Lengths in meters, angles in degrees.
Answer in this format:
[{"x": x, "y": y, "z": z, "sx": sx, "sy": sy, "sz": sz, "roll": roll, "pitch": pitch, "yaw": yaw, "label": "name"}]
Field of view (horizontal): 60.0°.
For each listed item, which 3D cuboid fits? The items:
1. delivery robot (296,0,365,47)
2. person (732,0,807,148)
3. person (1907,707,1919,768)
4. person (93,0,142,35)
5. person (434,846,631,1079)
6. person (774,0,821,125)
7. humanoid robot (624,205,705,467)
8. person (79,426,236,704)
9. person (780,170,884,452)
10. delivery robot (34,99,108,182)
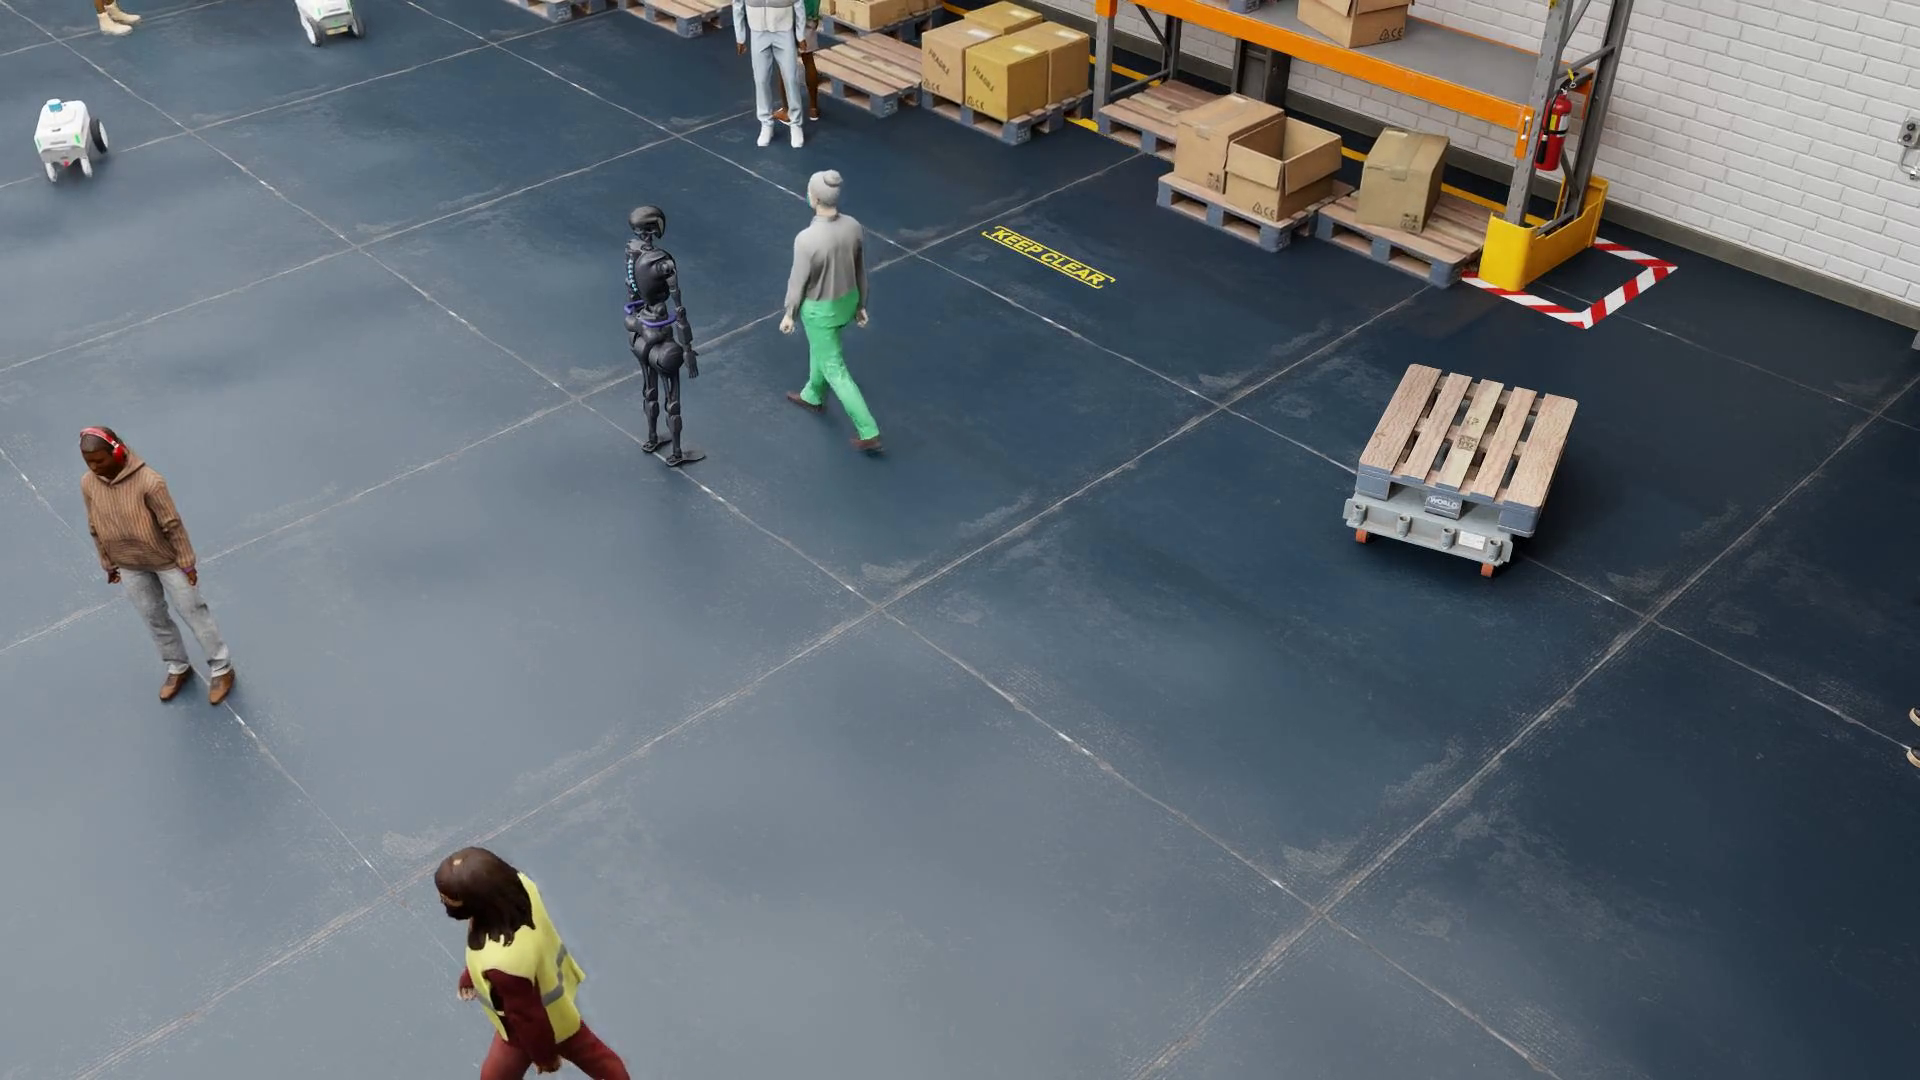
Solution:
[{"x": -6.143, "y": -5.129, "z": 16.099, "sx": 0.499, "sy": 0.609, "sz": 0.797, "roll": -24, "pitch": 43, "yaw": -28, "label": "delivery robot"}, {"x": -1.560, "y": -4.200, "z": 13.738, "sx": 0.600, "sy": 1.907, "sz": 0.398, "roll": 1, "pitch": 37, "yaw": 1, "label": "person"}, {"x": 4.934, "y": 0.288, "z": 7.751, "sx": 0.367, "sy": 1.959, "sz": 0.600, "roll": 19, "pitch": 41, "yaw": 23, "label": "person"}, {"x": -8.272, "y": -5.871, "z": 15.838, "sx": 0.387, "sy": 2.040, "sz": 0.613, "roll": -3, "pitch": 37, "yaw": -4, "label": "person"}, {"x": -1.648, "y": 1.723, "z": 6.053, "sx": 0.961, "sy": 1.713, "sz": 0.465, "roll": -3, "pitch": 37, "yaw": -4, "label": "person"}, {"x": -1.418, "y": -4.443, "z": 14.104, "sx": 0.505, "sy": 1.849, "sz": 0.388, "roll": -13, "pitch": 39, "yaw": -17, "label": "person"}, {"x": -1.815, "y": -1.239, "z": 9.994, "sx": 0.315, "sy": 1.657, "sz": 0.599, "roll": -28, "pitch": 45, "yaw": -32, "label": "humanoid robot"}, {"x": -4.005, "y": 0.107, "z": 8.249, "sx": 0.478, "sy": 1.642, "sz": 0.325, "roll": 2, "pitch": 37, "yaw": 3, "label": "person"}, {"x": -0.786, "y": -1.425, "z": 10.157, "sx": 0.947, "sy": 1.799, "sz": 0.508, "roll": 26, "pitch": 44, "yaw": 30, "label": "person"}, {"x": -7.380, "y": -3.341, "z": 13.723, "sx": 0.499, "sy": 0.599, "sz": 0.774, "roll": -11, "pitch": 39, "yaw": -15, "label": "delivery robot"}]
